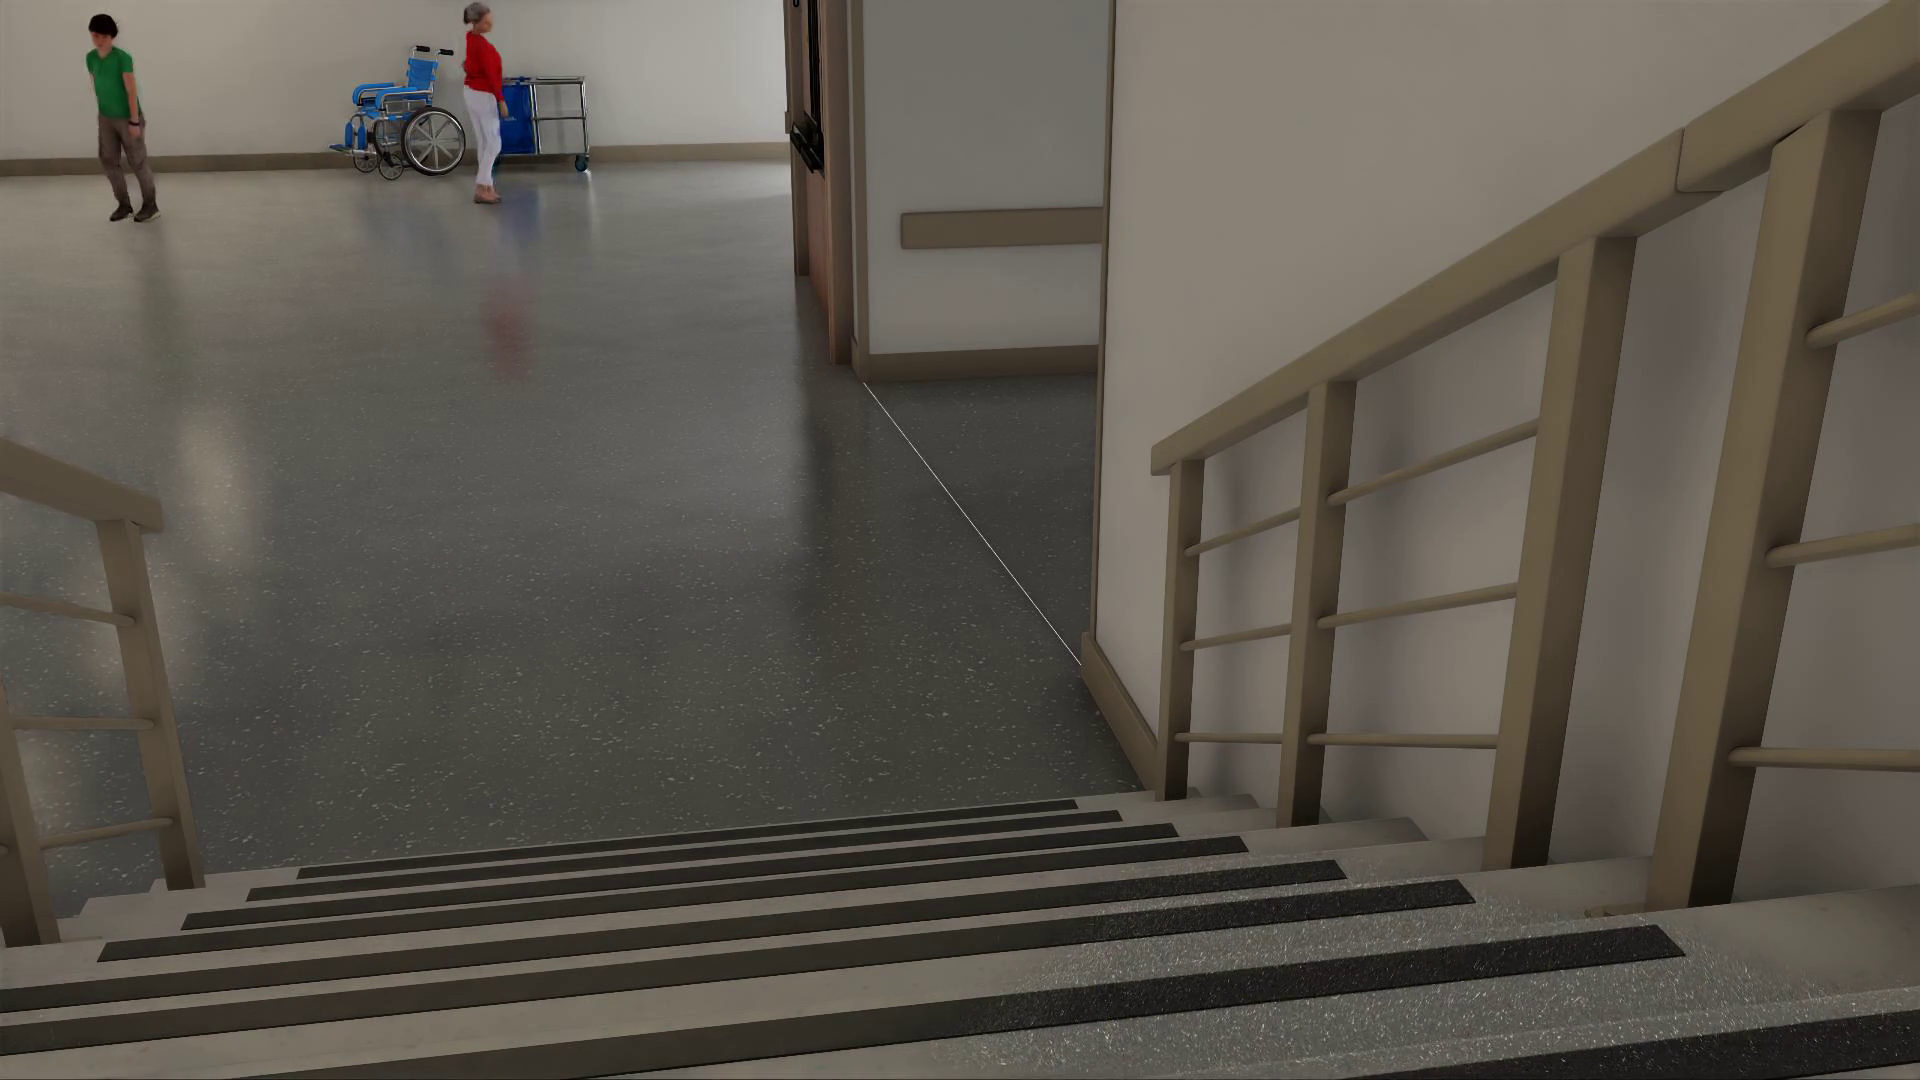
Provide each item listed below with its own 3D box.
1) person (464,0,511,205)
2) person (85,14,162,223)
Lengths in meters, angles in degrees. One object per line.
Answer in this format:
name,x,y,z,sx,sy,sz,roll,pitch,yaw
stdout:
person,-4.064,-3.701,14.127,0.707,1.666,0.815,14,25,33
person,-6.664,-3.353,13.268,0.720,1.623,0.822,6,22,17
